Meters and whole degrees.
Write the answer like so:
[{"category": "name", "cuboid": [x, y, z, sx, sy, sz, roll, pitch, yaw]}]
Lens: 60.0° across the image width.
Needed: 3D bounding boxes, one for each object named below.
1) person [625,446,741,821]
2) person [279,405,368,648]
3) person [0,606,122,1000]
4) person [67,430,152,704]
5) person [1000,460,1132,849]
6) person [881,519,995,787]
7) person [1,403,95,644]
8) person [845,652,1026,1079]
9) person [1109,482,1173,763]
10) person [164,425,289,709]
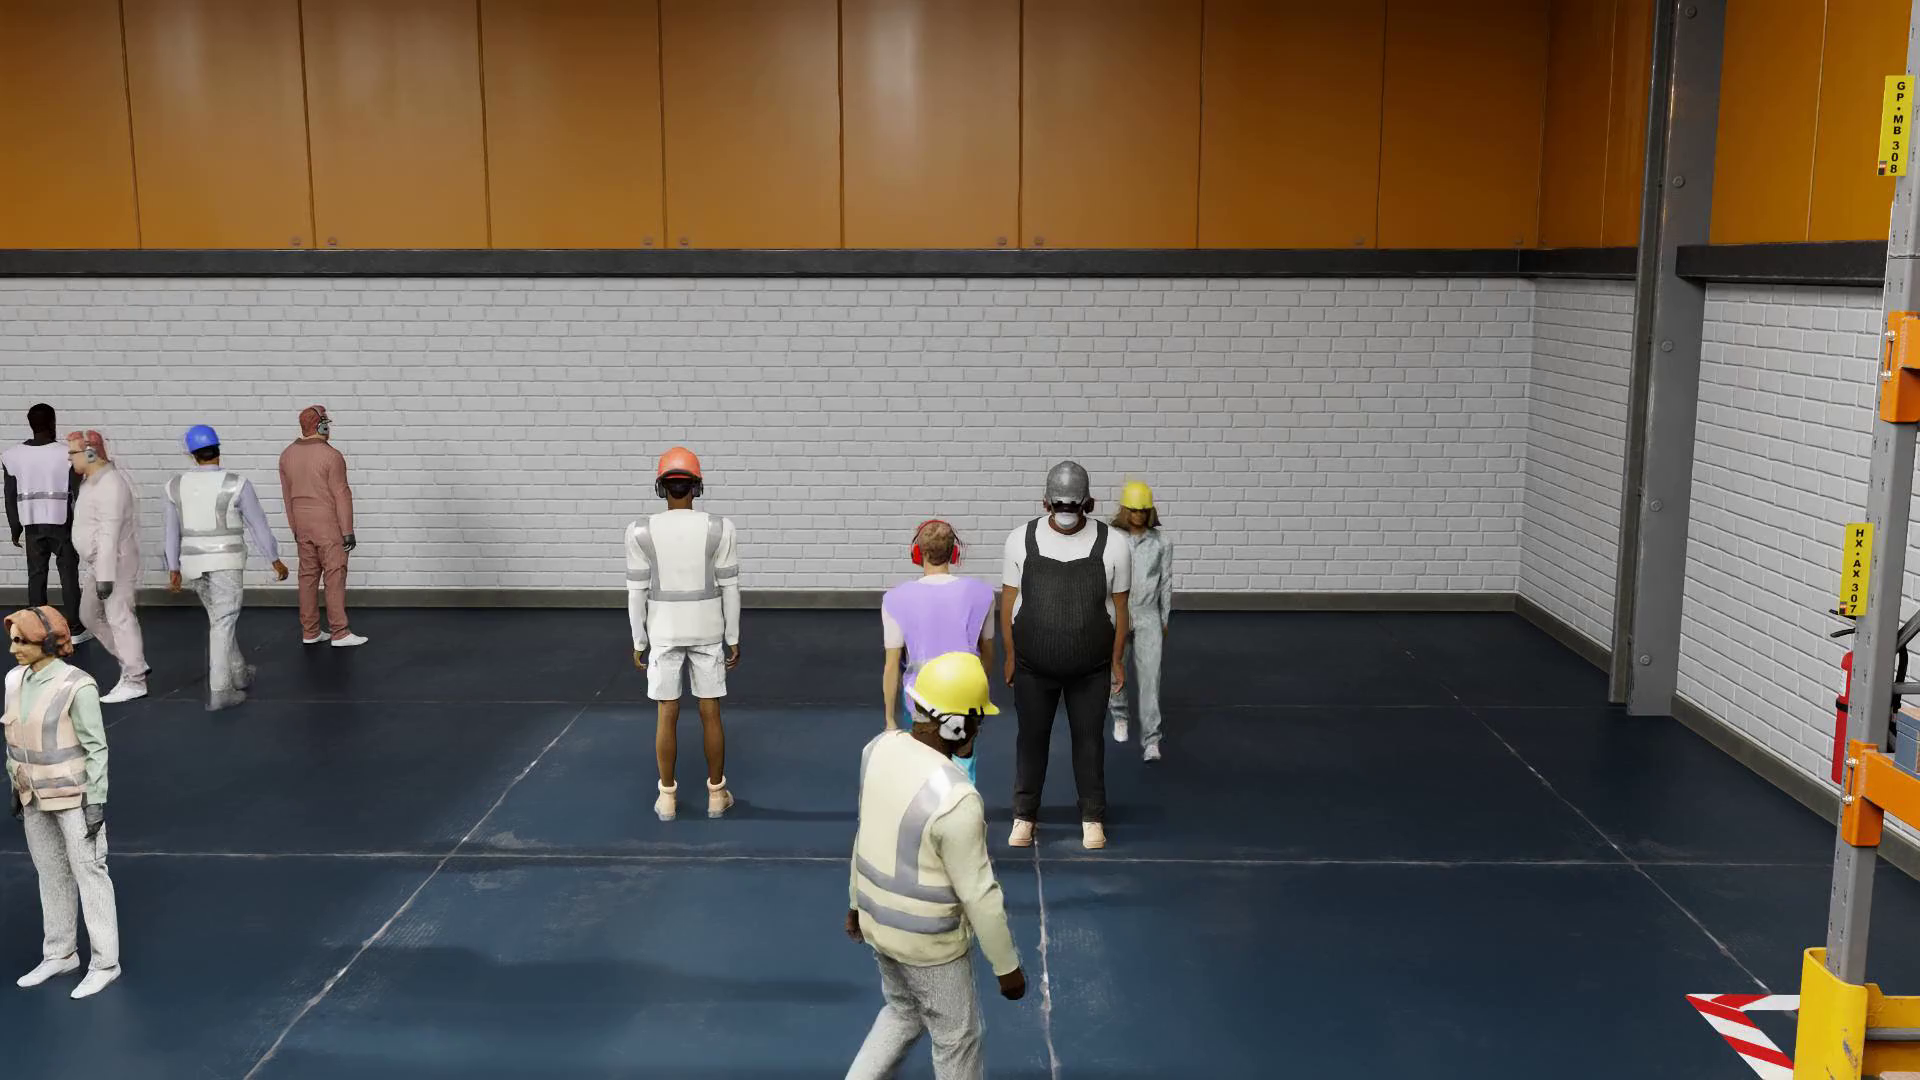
[{"category": "person", "cuboid": [-1.493, 0.509, 9.026, 0.607, 2.040, 0.378, -1, 10, -7]}, {"category": "person", "cuboid": [-5.004, -0.103, 13.080, 0.642, 1.913, 0.409, 4, 10, 24]}, {"category": "person", "cuboid": [-3.716, 1.072, 6.856, 0.523, 1.636, 0.309, 4, 10, 24]}, {"category": "person", "cuboid": [-5.855, 0.182, 11.428, 0.412, 1.886, 0.677, -7, 12, -38]}, {"category": "person", "cuboid": [0.538, 0.586, 8.560, 0.677, 2.000, 0.536, 1, 10, 5]}, {"category": "person", "cuboid": [-0.098, 0.799, 8.040, 0.563, 1.800, 0.971, -1, 10, -8]}, {"category": "person", "cuboid": [-7.198, -0.116, 13.141, 0.597, 1.914, 0.370, -2, 10, -10]}, {"category": "person", "cuboid": [-0.134, 1.244, 5.301, 0.764, 1.811, 0.685, -6, 11, -31]}, {"category": "person", "cuboid": [1.065, 0.485, 10.203, 0.495, 1.686, 0.924, 0, 9, -1]}, {"category": "person", "cuboid": [-5.048, 0.156, 11.521, 0.689, 1.901, 0.894, 1, 10, 9]}]
